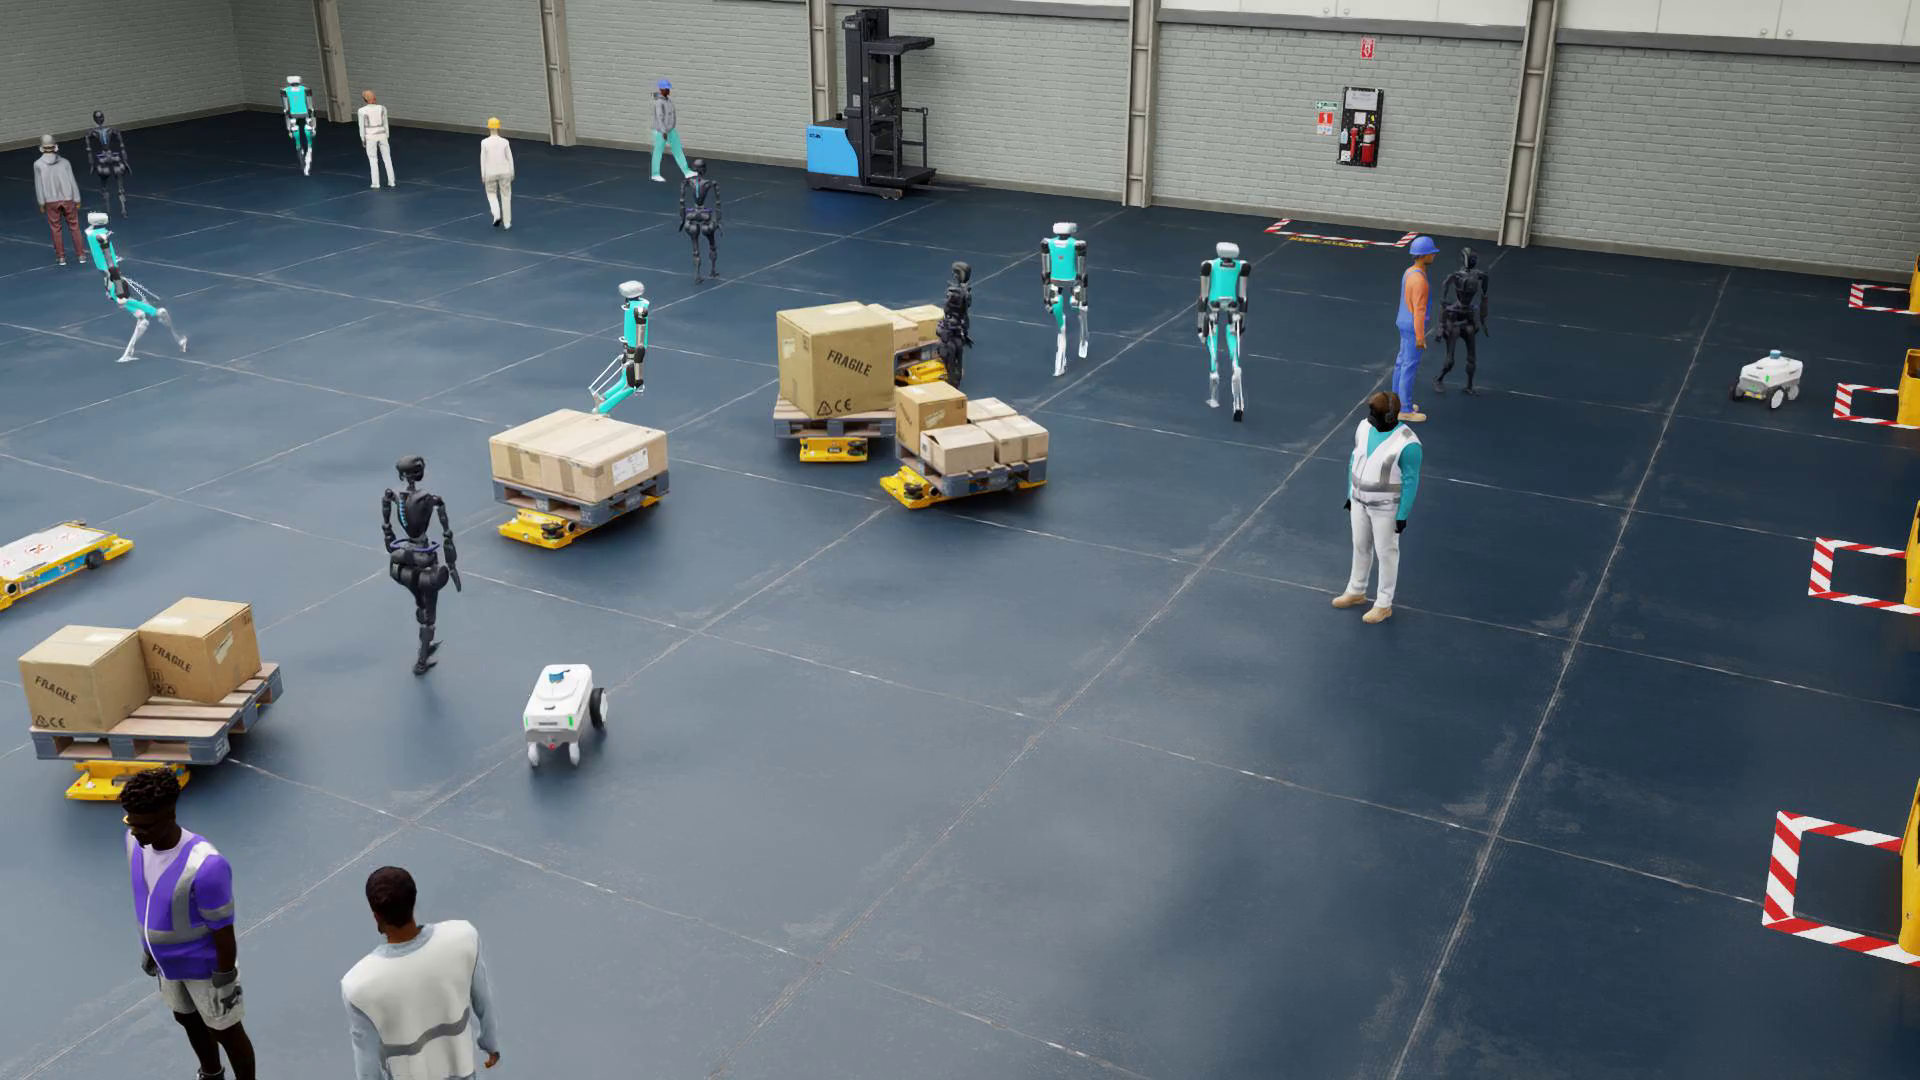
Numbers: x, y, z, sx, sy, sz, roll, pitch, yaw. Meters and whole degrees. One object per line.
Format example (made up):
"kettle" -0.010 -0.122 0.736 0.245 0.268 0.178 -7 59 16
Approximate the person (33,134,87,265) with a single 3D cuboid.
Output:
"person" -12.653 -4.780 23.345 0.552 1.805 0.380 -14 27 -30

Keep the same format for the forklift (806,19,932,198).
"forklift" -1.573 -7.292 27.850 1.873 2.768 1.129 12 26 25

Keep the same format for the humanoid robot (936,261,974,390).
"humanoid robot" -0.057 -2.098 17.272 0.342 1.644 0.616 11 25 23

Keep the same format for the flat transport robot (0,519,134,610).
"flat transport robot" -7.623 0.205 13.685 0.659 0.231 1.431 9 25 20

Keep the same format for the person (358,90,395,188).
"person" -9.943 -6.824 28.326 0.506 1.630 0.313 -17 28 -34

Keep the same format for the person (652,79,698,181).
"person" -4.992 -7.060 28.741 0.888 1.738 0.566 9 25 19

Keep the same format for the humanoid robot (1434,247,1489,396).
"humanoid robot" 5.381 -2.360 17.875 0.605 1.638 0.401 -6 24 -13

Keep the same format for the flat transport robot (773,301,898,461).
"flat transport robot" -1.228 -1.108 16.742 0.659 0.231 1.431 -1 23 -1

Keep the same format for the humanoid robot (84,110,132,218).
"humanoid robot" -13.385 -5.912 26.150 0.594 1.639 0.599 -16 28 -32

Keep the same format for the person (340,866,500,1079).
"person" -2.175 2.218 6.917 0.618 1.905 0.544 -19 30 -37

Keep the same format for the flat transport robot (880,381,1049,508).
"flat transport robot" 0.060 -0.574 15.498 1.431 0.231 0.659 -11 26 -24

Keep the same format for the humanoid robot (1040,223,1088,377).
"humanoid robot" 1.278 -2.786 18.866 0.534 1.786 1.043 9 25 20

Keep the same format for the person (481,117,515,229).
"person" -7.056 -5.597 25.397 0.499 1.680 0.403 -7 24 -16

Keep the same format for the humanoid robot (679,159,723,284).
"humanoid robot" -3.500 -4.315 22.436 0.613 1.643 0.575 1 23 3

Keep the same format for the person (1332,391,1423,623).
"person" 3.204 -0.266 12.793 0.430 1.840 0.626 -14 27 -29

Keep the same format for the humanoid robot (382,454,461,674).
"humanoid robot" -3.895 0.139 12.064 0.593 1.639 0.521 7 24 16

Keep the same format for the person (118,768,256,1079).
"person" -3.521 1.898 7.612 0.604 1.961 0.371 13 26 27

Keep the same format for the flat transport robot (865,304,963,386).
"flat transport robot" -0.718 -2.019 18.863 1.431 0.231 0.659 21 31 40

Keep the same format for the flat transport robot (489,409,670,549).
"flat transport robot" -3.373 -0.296 14.852 0.659 0.231 1.431 13 27 28

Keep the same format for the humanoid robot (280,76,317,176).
"humanoid robot" -11.590 -7.278 29.339 0.545 1.838 0.880 -7 24 -15

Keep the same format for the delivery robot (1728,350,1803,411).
"delivery robot" 8.693 -1.741 17.835 0.757 0.580 0.499 -16 28 -32

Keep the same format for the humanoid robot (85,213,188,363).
"humanoid robot" -9.434 -2.921 19.156 0.917 1.798 0.549 -19 30 -37

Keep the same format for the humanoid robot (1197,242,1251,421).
"humanoid robot" 2.791 -2.111 17.274 0.552 1.830 0.904 -3 23 -6

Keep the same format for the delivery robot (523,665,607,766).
"delivery robot" -2.685 1.125 11.157 0.499 0.575 0.759 -1 23 -1

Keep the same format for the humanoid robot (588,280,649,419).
"humanoid robot" -3.296 -1.620 15.904 0.735 1.677 0.533 -8 25 -19

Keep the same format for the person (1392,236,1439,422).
"person" 4.692 -2.183 17.166 0.363 1.912 0.515 0 23 1

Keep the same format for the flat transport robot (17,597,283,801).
"flat transport robot" -5.291 1.304 11.128 0.659 0.231 1.431 1 23 3
